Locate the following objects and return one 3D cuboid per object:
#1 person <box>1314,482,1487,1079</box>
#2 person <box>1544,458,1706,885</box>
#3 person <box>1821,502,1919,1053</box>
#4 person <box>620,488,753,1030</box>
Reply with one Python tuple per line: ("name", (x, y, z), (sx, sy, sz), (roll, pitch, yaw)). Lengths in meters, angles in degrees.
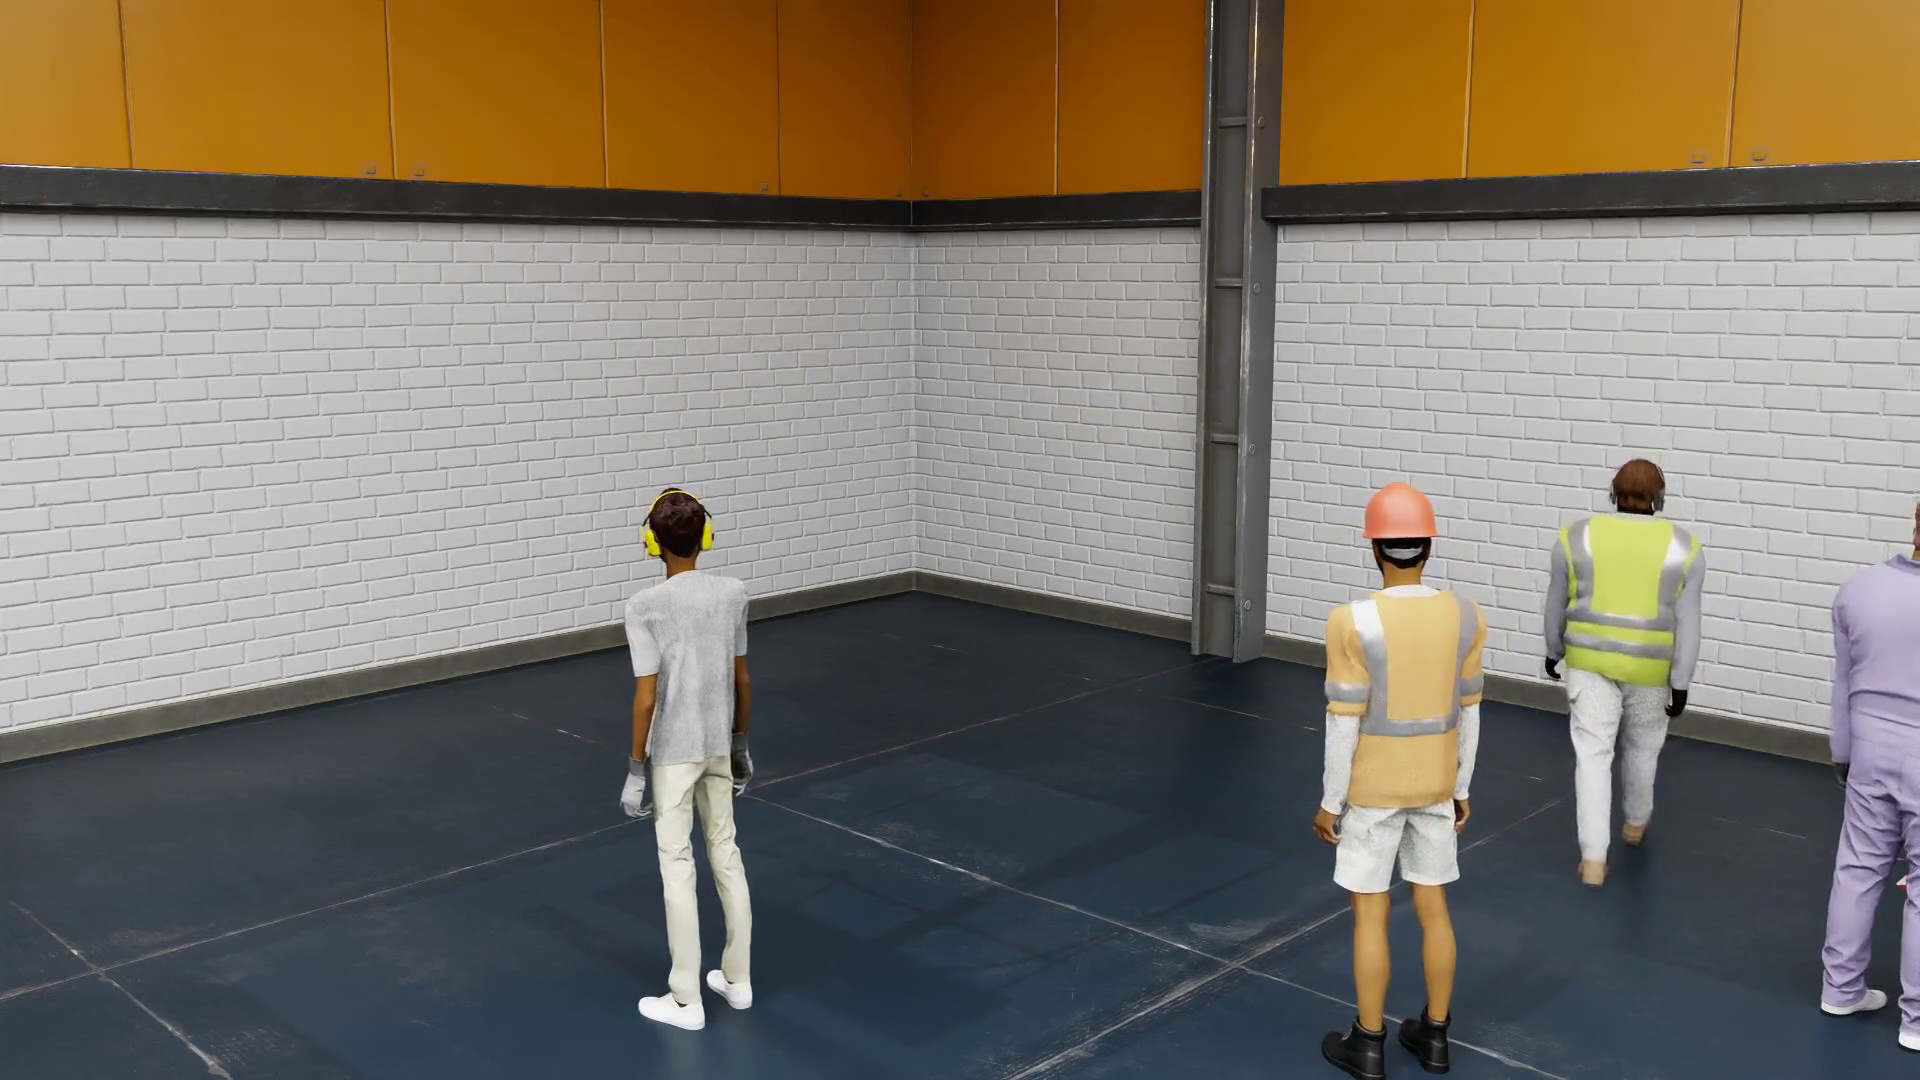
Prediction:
("person", (1.393, 0.779, 5.356), (0.549, 1.934, 0.374), (-2, 10, -14))
("person", (2.882, 0.534, 7.274), (0.638, 1.789, 0.949), (4, 10, 23))
("person", (3.240, 0.761, 5.592), (0.403, 1.900, 0.646), (-5, 10, -26))
("person", (-0.941, 0.753, 5.742), (0.523, 1.863, 0.317), (-9, 13, -44))
